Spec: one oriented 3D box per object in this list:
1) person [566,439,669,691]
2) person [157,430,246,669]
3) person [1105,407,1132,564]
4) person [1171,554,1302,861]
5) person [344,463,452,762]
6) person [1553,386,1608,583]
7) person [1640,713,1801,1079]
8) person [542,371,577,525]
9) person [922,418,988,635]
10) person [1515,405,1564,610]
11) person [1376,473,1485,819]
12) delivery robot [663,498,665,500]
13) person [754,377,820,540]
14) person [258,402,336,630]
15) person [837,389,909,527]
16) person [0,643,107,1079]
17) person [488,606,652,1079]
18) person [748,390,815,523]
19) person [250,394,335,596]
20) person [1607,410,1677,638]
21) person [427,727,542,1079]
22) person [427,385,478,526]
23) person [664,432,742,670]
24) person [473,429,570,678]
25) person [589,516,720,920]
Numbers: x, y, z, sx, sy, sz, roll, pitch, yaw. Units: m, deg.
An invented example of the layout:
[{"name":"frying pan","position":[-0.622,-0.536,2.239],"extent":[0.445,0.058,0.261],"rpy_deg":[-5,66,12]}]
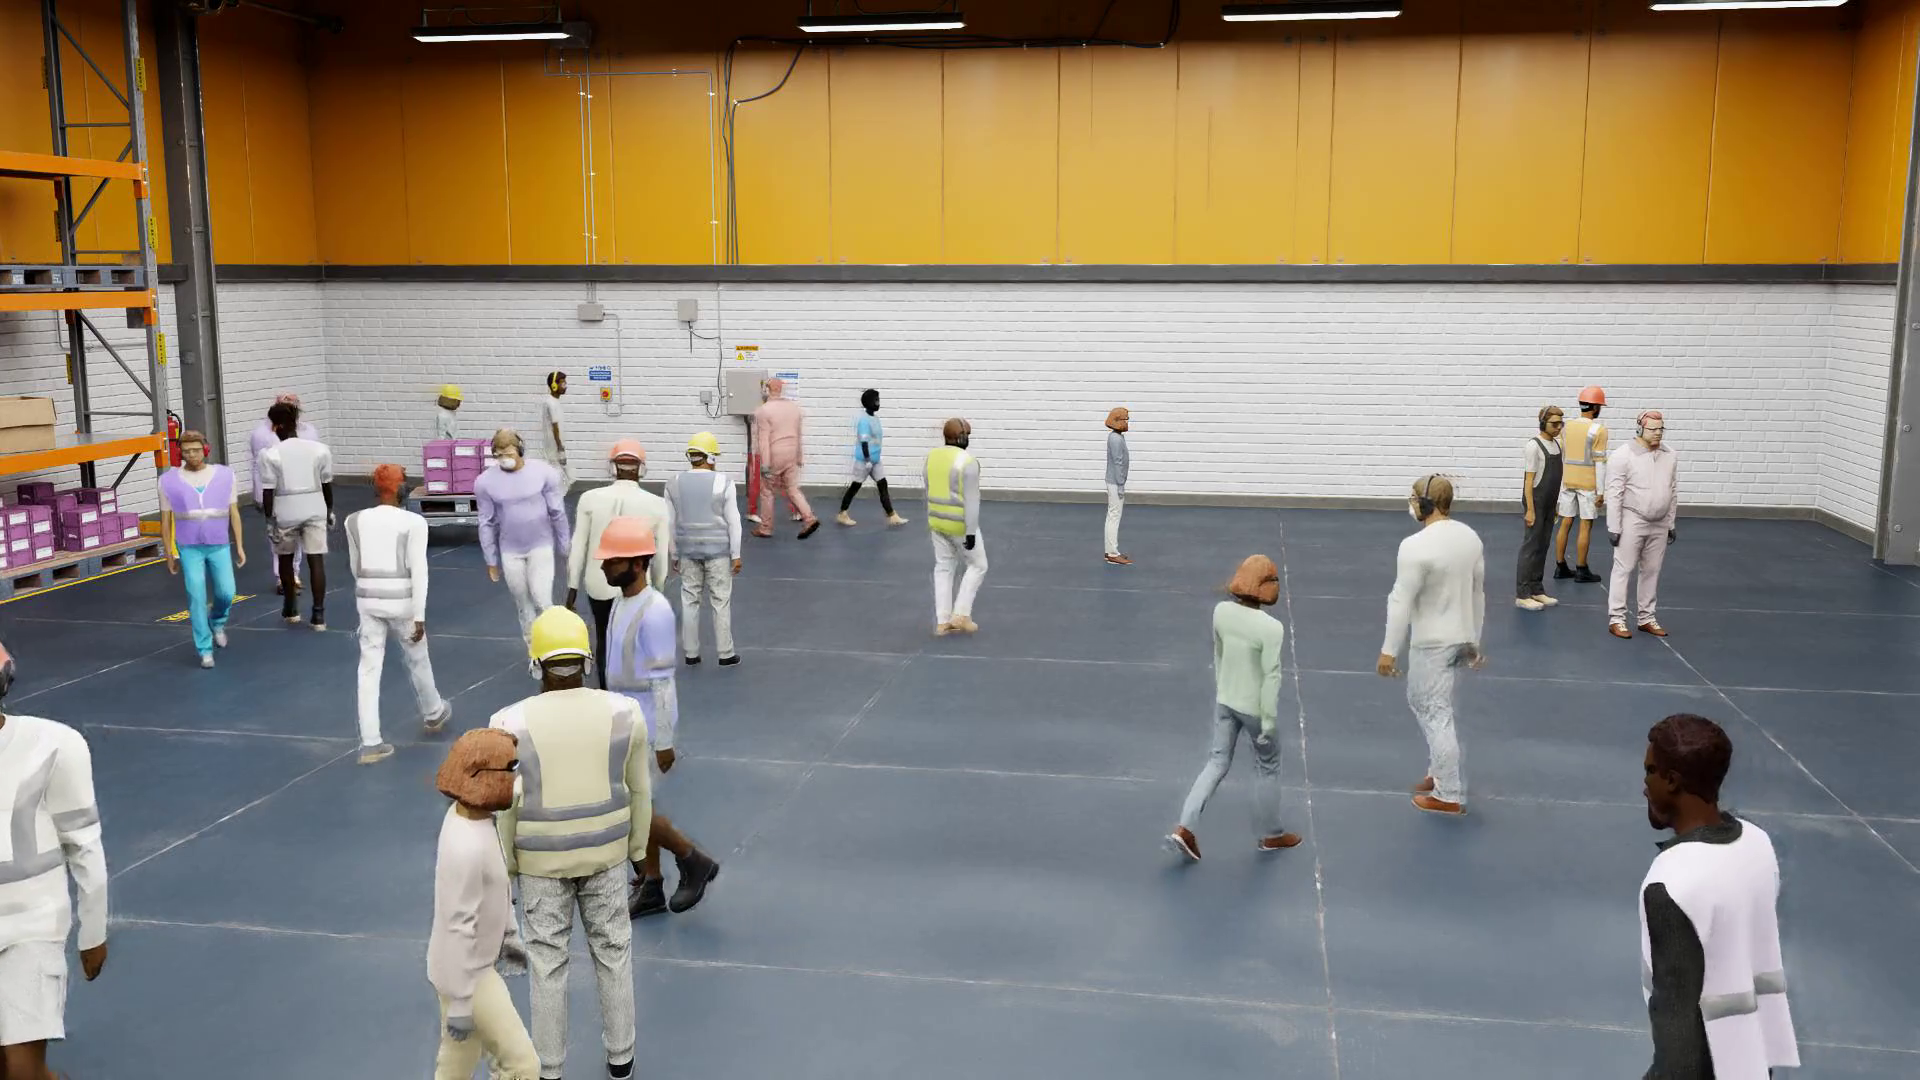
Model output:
[{"name":"person","position":[-2.238,0.305,11.023],"extent":[0.660,1.927,0.946],"rpy_deg":[0,9,1]},{"name":"person","position":[-5.872,0.051,12.892],"extent":[0.589,1.827,0.624],"rpy_deg":[-6,11,-32]},{"name":"person","position":[1.650,-0.571,17.370],"extent":[0.286,1.633,0.499],"rpy_deg":[0,9,-1]},{"name":"person","position":[1.436,0.864,8.567],"extent":[0.785,1.603,0.509],"rpy_deg":[-7,11,-37]},{"name":"person","position":[-3.600,0.427,10.576],"extent":[0.566,1.825,1.043],"rpy_deg":[1,9,5]},{"name":"person","position":[6.118,-0.544,16.294],"extent":[0.383,1.929,0.539],"rpy_deg":[-5,11,-30]},{"name":"person","position":[2.043,1.407,4.406],"extent":[0.643,1.872,0.943],"rpy_deg":[-8,12,-42]},{"name":"person","position":[-4.828,-1.090,19.933],"extent":[0.448,1.853,0.521],"rpy_deg":[-1,9,-4]},{"name":"person","position":[-0.026,-0.109,13.890],"extent":[0.502,1.825,0.649],"rpy_deg":[-8,12,-42]},{"name":"person","position":[5.249,-0.295,15.010],"extent":[0.513,1.842,0.325],"rpy_deg":[-9,13,-43]},{"name":"person","position":[2.642,0.586,9.318],"extent":[0.643,1.918,0.569],"rpy_deg":[-9,13,-44]},{"name":"delivery robot","position":[-3.745,-0.367,19.155],"extent":[0.707,0.478,0.477],"rpy_deg":[1,9,5]},{"name":"person","position":[-1.983,-0.913,18.820],"extent":[0.681,1.866,0.871],"rpy_deg":[-9,13,-44]},{"name":"person","position":[-5.671,-0.219,14.251],"extent":[0.644,1.922,0.841],"rpy_deg":[-6,11,-32]},{"name":"person","position":[-1.079,-0.967,19.762],"extent":[0.893,1.650,0.542],"rpy_deg":[3,10,17]},{"name":"person","position":[-2.965,1.217,5.079],"extent":[0.607,2.022,0.553],"rpy_deg":[0,9,-3]},{"name":"person","position":[-1.429,1.146,6.112],"extent":[0.590,1.830,0.404],"rpy_deg":[-4,10,-24]},{"name":"person","position":[-2.207,-1.024,19.918],"extent":[0.946,1.711,0.524],"rpy_deg":[6,11,34]},{"name":"person","position":[-6.326,-0.438,15.781],"extent":[0.640,1.877,0.664],"rpy_deg":[8,12,40]},{"name":"person","position":[5.677,-0.128,13.812],"extent":[0.645,1.902,0.403],"rpy_deg":[-3,10,-17]},{"name":"person","position":[-1.493,1.381,5.309],"extent":[0.548,1.612,0.517],"rpy_deg":[-2,9,-15]},{"name":"person","position":[-6.016,-0.989,19.753],"extent":[0.845,1.689,0.587],"rpy_deg":[-2,9,-10]},{"name":"person","position":[-1.942,0.087,12.706],"extent":[0.586,1.823,0.403],"rpy_deg":[2,9,10]},{"name":"person","position":[-3.234,0.112,12.311],"extent":[0.670,1.900,0.587],"rpy_deg":[0,9,-1]},{"name":"person","position":[-1.466,0.838,7.714],"extent":[0.465,1.927,0.544],"rpy_deg":[-5,10,-27]}]
